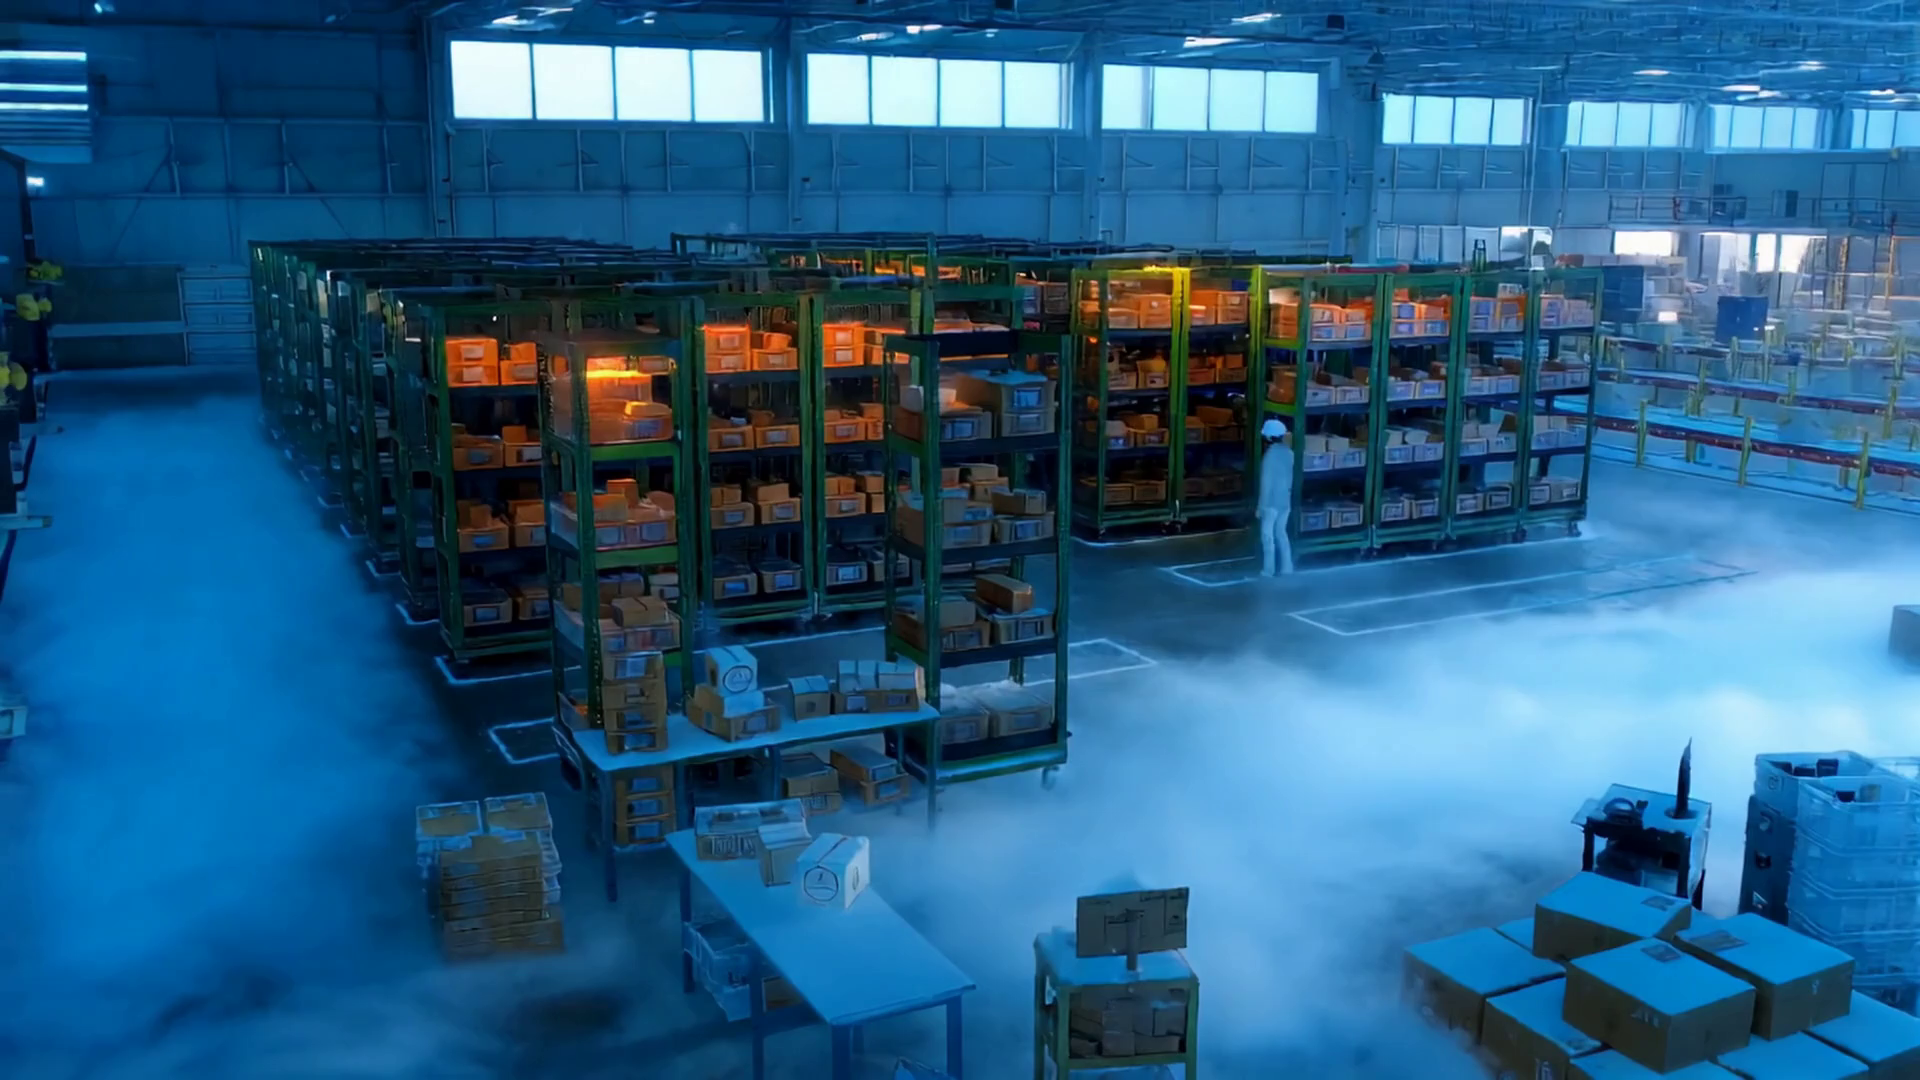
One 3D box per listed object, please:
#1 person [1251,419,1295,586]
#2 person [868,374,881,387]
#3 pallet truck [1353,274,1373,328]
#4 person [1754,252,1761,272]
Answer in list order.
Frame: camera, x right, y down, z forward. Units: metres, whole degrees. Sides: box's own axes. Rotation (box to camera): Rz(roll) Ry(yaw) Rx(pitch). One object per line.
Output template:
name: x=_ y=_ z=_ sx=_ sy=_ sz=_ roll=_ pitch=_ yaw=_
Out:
person: x=3.713 y=-0.444 z=19.684 sx=0.388 sy=1.997 sz=0.615 roll=11 pitch=16 yaw=42
person: x=-1.340 y=-1.962 z=27.314 sx=0.554 sy=1.774 sz=1.027 roll=5 pitch=13 yaw=23
pallet truck: x=13.011 y=-8.050 z=55.243 sx=0.823 sy=1.965 sz=1.885 roll=-7 pitch=14 yaw=-28
person: x=34.437 y=-11.544 z=72.011 sx=0.593 sy=1.815 sz=0.667 roll=-7 pitch=14 yaw=-30
